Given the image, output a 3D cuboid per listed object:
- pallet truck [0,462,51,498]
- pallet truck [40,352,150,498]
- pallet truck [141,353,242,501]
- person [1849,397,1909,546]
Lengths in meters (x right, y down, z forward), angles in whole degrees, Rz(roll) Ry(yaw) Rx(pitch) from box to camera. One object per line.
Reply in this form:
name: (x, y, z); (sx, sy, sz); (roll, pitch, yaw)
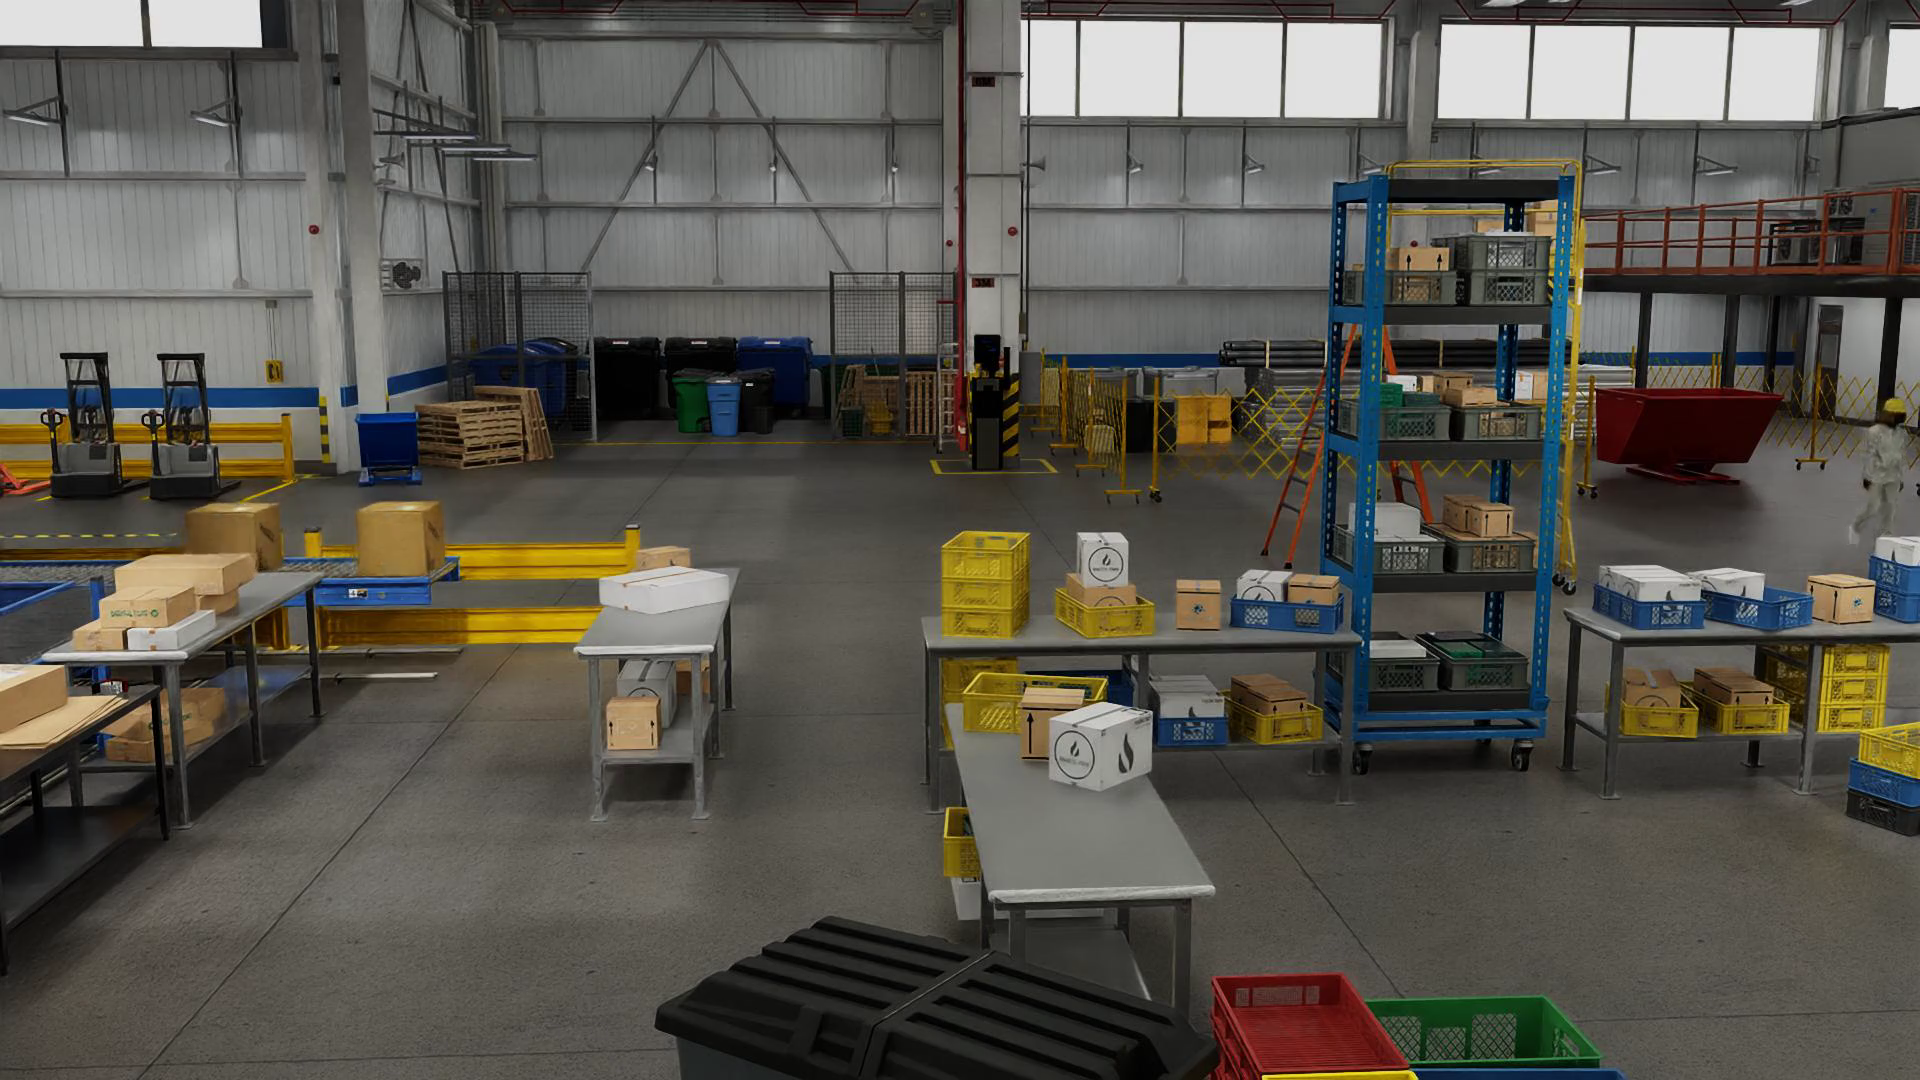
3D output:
pallet truck: (-13.193, -1.293, 23.148); (0.653, 1.274, 1.630); (-1, 9, -4)
pallet truck: (-11.907, -1.642, 23.165); (0.823, 1.965, 1.885); (0, 9, 0)
pallet truck: (-10.520, -1.604, 22.925); (0.823, 1.965, 1.885); (-1, 9, -6)
person: (9.988, -0.693, 18.024); (0.505, 1.726, 0.504); (-1, 9, -8)
